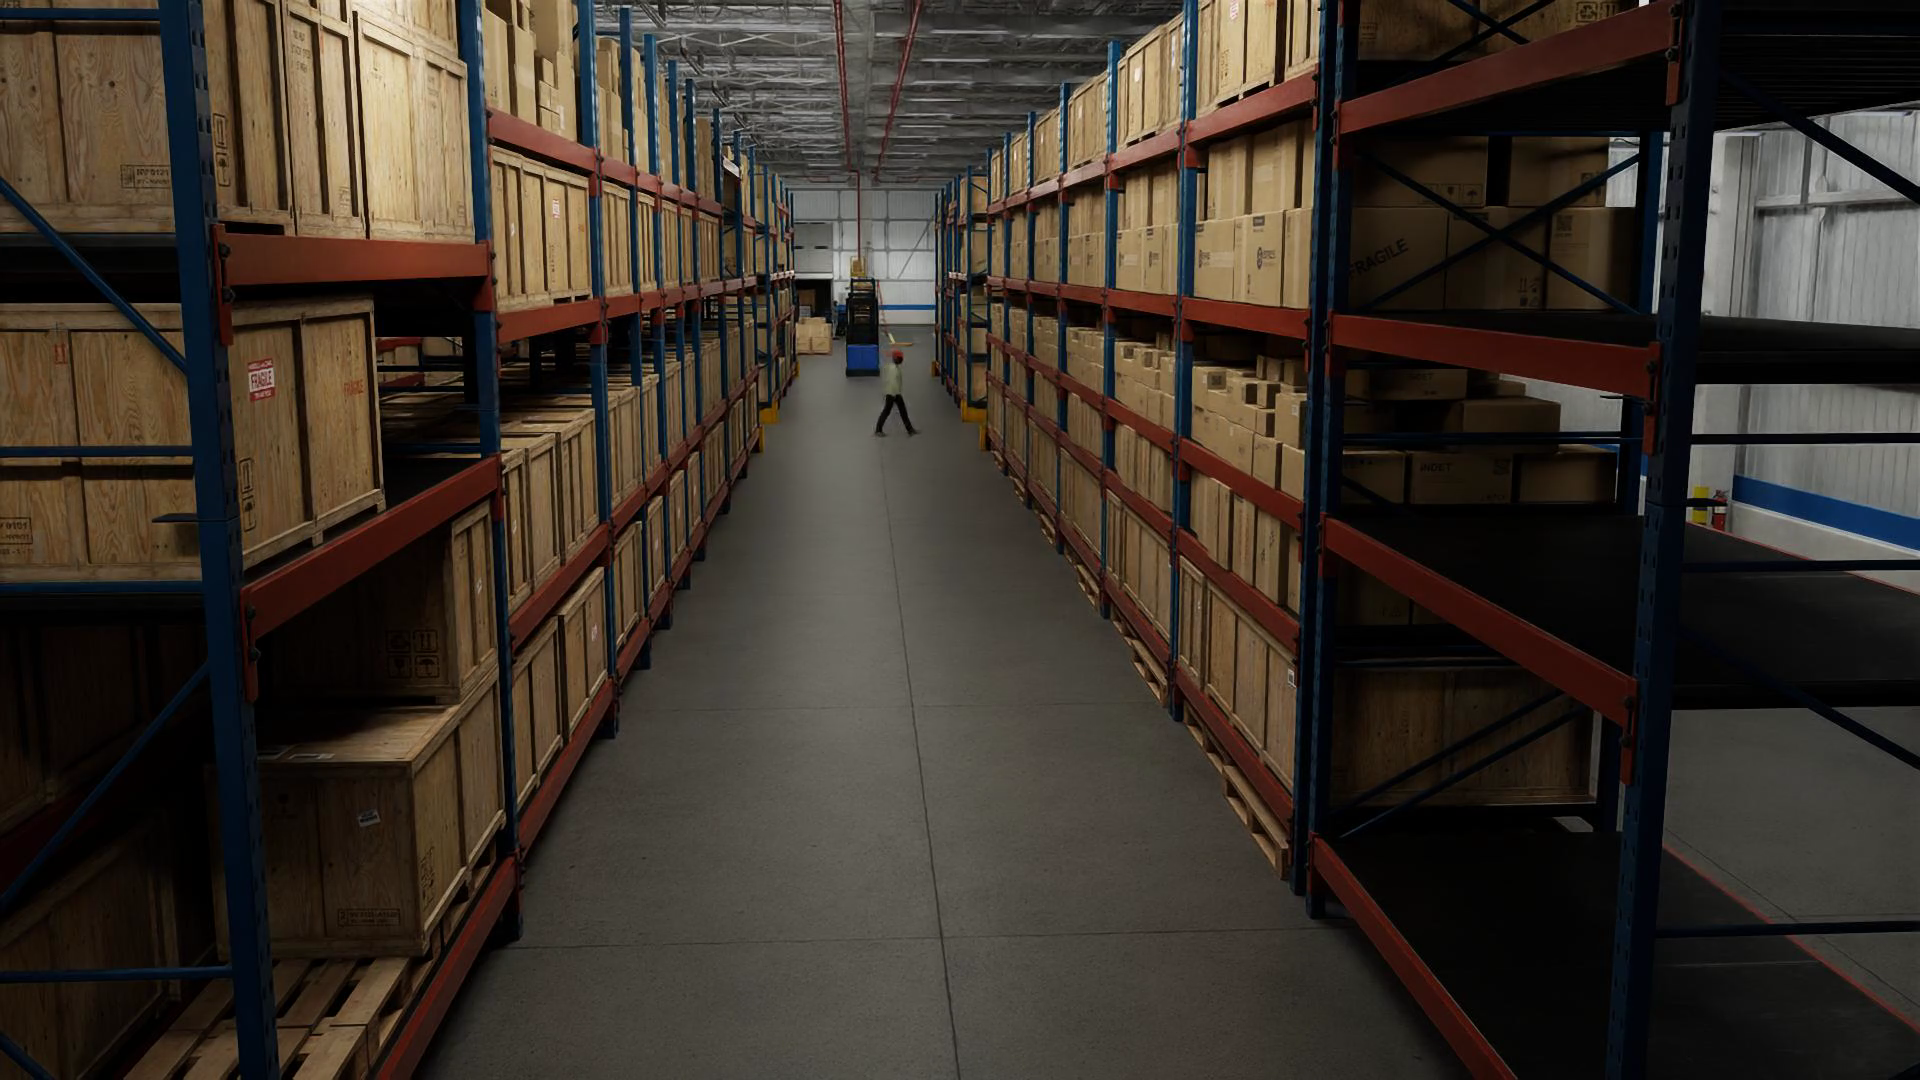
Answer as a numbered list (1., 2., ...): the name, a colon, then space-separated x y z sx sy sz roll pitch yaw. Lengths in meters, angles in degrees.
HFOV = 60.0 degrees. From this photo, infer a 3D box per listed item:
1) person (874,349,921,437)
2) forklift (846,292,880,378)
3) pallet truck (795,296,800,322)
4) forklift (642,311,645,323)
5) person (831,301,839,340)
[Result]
1. person: -1.416 -3.187 36.340 1.045 1.941 0.629 3 10 19
2. forklift: -3.252 -6.842 55.337 1.129 2.768 1.873 -1 10 -4
3. pallet truck: -8.622 -12.439 91.403 1.885 1.965 0.823 2 10 13
4. forklift: -9.658 -5.963 50.086 1.873 2.768 1.129 -1 10 -3
5. person: -6.146 -10.825 81.942 0.372 1.940 0.630 1 10 4
